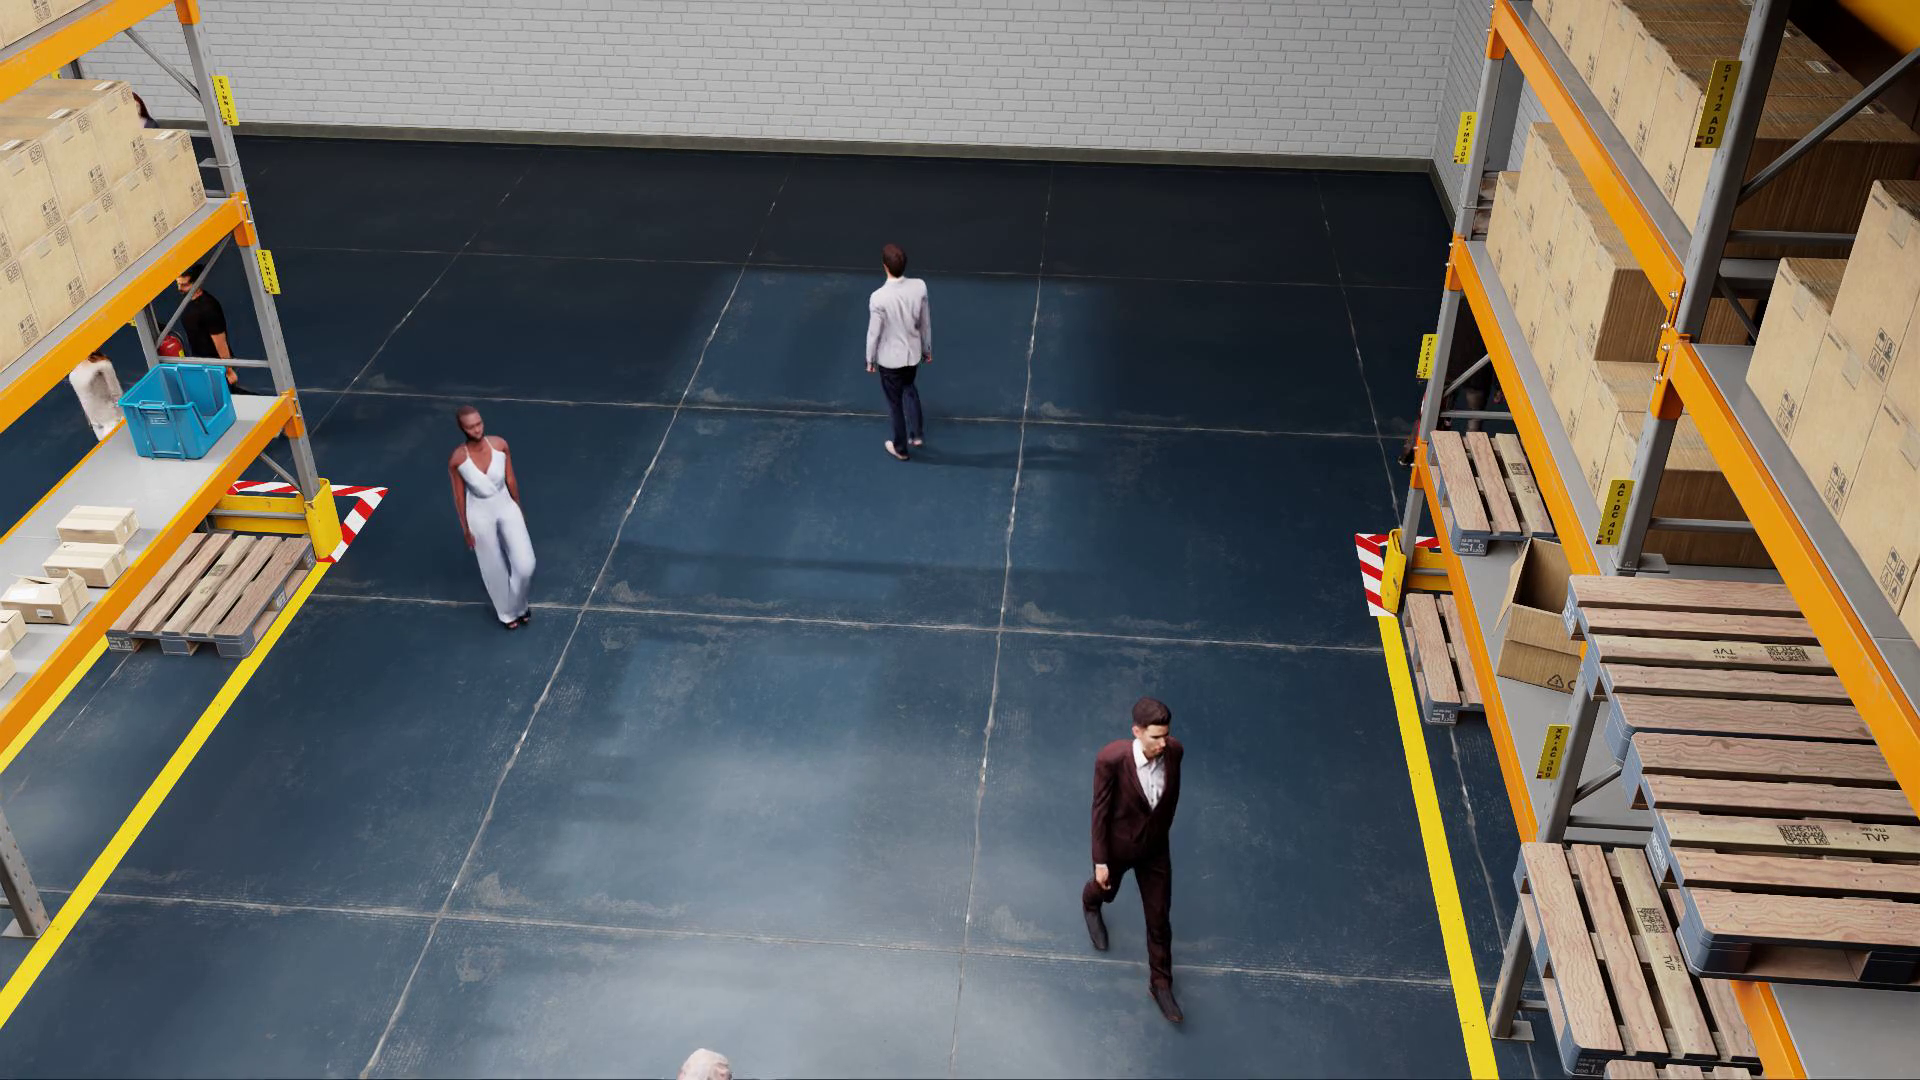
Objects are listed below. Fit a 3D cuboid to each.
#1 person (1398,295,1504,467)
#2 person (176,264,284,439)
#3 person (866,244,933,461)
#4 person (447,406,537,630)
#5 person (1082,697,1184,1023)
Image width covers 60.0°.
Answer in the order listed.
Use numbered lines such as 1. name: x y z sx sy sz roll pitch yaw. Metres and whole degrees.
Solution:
1. person: 3.994 -1.298 13.039 1.007 1.792 1.033 28 43 36
2. person: -5.900 -1.457 13.340 1.171 1.725 1.085 -26 41 -33
3. person: -0.435 -1.441 13.209 0.814 1.841 0.847 -19 38 -26
4. person: -3.222 -0.166 11.354 0.766 1.773 0.820 -19 38 -27
5. person: 0.859 1.549 8.723 0.954 1.828 1.268 -9 35 -13
